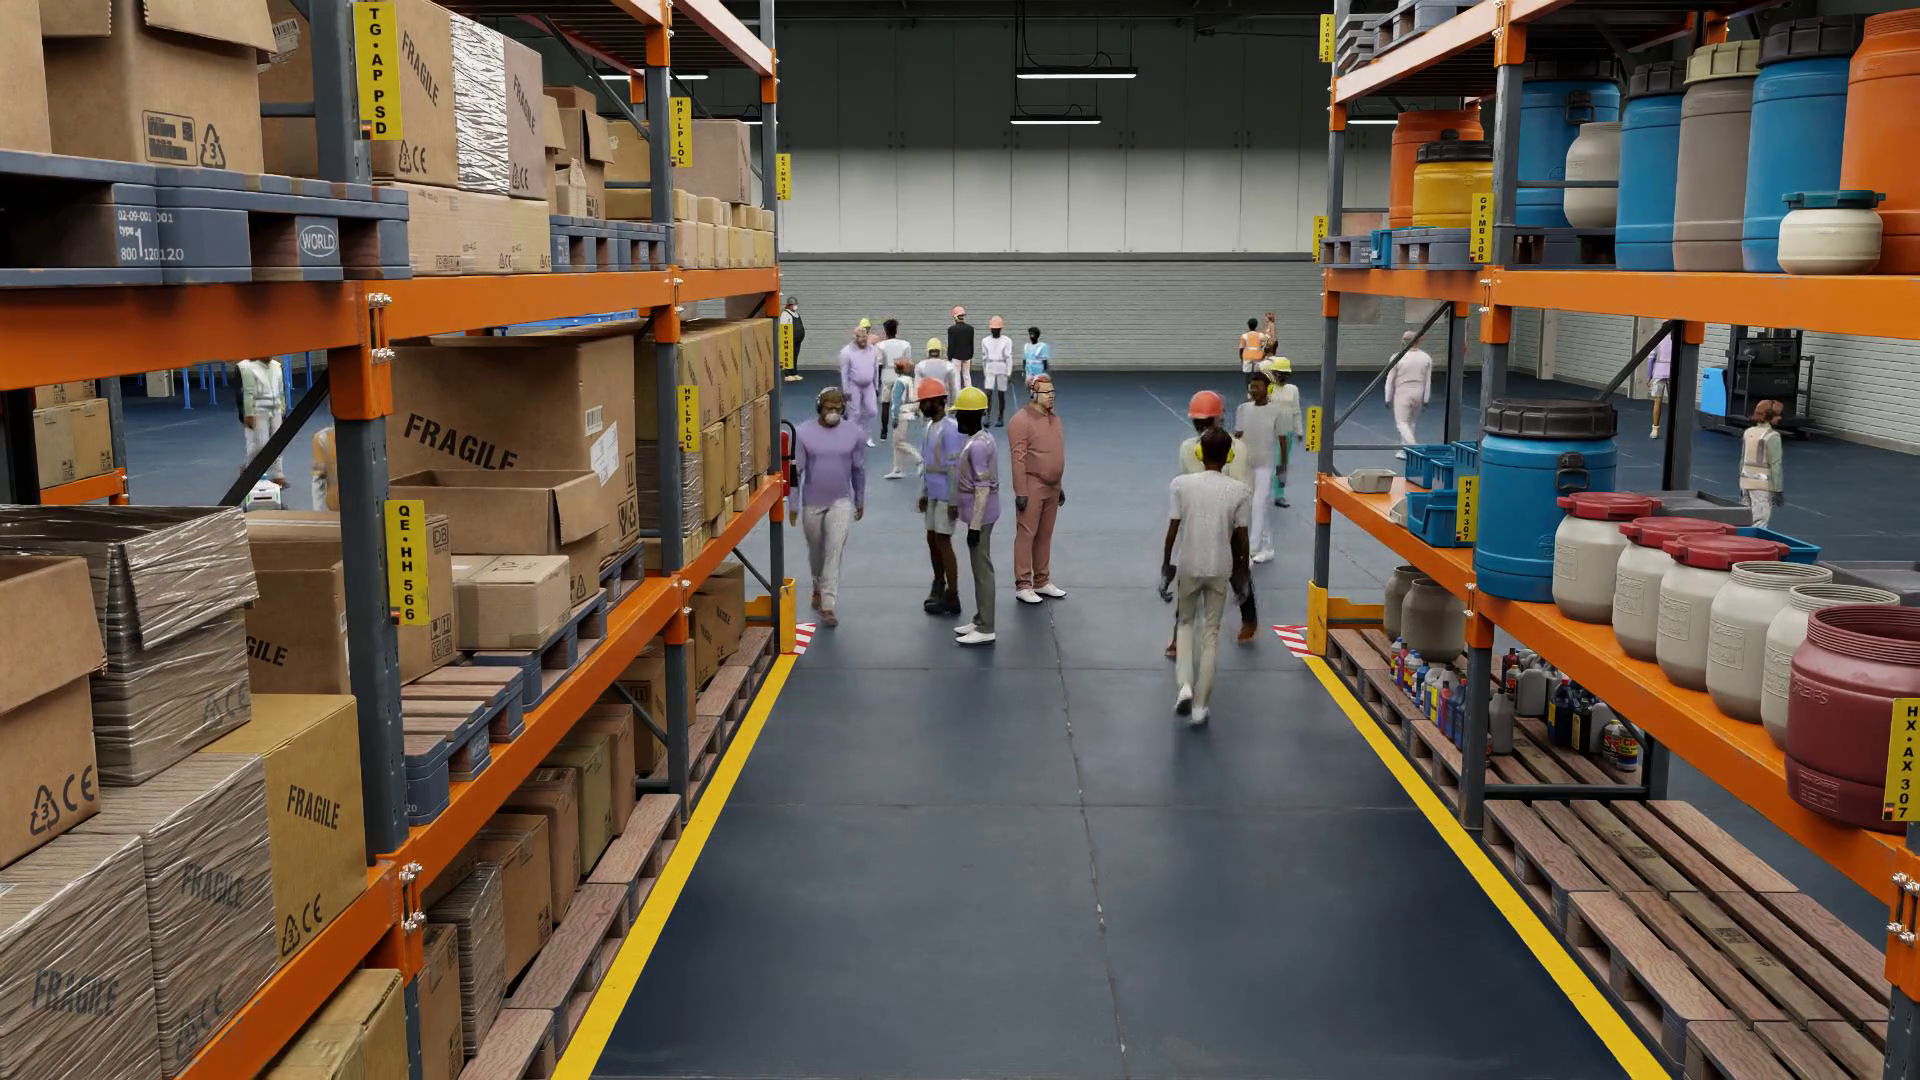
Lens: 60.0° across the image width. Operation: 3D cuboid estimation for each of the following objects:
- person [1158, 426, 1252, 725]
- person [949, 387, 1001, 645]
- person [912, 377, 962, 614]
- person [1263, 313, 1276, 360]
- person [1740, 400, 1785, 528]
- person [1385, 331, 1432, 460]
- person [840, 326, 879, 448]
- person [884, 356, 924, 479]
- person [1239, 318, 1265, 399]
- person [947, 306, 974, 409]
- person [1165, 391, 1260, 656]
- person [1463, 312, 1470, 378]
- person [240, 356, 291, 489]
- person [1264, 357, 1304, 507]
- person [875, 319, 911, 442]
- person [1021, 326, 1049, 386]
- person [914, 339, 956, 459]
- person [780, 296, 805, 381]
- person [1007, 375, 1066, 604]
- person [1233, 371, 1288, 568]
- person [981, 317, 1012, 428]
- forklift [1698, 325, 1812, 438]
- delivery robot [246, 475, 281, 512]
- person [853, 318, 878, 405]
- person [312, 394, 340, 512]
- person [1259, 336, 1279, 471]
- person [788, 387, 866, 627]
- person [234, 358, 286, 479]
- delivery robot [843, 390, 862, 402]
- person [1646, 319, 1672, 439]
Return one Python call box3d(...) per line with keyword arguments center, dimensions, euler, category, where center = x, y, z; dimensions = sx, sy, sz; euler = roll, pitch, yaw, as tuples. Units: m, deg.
box3d(center=(1.522, 0.217, 10.310), dimensions=(0.567, 1.846, 0.401), euler=(2, 10, 12), category="person")
box3d(center=(0.112, -0.185, 12.491), dimensions=(0.386, 1.927, 0.589), euler=(0, 9, 1), category="person")
box3d(center=(-0.175, -0.377, 13.682), dimensions=(0.420, 1.917, 0.561), euler=(-3, 10, -18), category="person")
box3d(center=(7.459, -4.654, 40.123), dimensions=(0.306, 1.639, 0.522), euler=(-1, 10, -8), category="person")
box3d(center=(7.216, -0.444, 15.007), dimensions=(0.490, 1.636, 0.521), euler=(-1, 10, -4), category="person")
box3d(center=(6.443, -2.051, 23.854), dimensions=(0.643, 1.876, 0.859), euler=(-1, 10, -9), category="person")
box3d(center=(-1.508, -2.327, 25.461), dimensions=(0.670, 1.882, 0.577), euler=(-5, 11, -30), category="person")
box3d(center=(-0.721, -1.597, 21.832), dimensions=(0.549, 1.623, 0.530), euler=(2, 10, 9), category="person")
box3d(center=(6.110, -3.796, 34.825), dimensions=(0.557, 1.679, 0.457), euler=(1, 9, 3), category="person")
box3d(center=(0.004, -3.567, 32.547), dimensions=(0.611, 1.995, 0.376), euler=(-7, 12, -35), category="person")
box3d(center=(1.908, -0.145, 12.292), dimensions=(0.628, 1.942, 0.990), euler=(7, 12, 37), category="person")
box3d(center=(12.515, -4.937, 41.446), dimensions=(0.328, 1.765, 0.527), euler=(-1, 10, -9), category="person")
box3d(center=(-8.803, -1.607, 21.004), dimensions=(0.557, 1.926, 0.623), euler=(5, 11, 26), category="person")
box3d(center=(3.756, -1.267, 19.495), dimensions=(0.531, 1.753, 0.347), euler=(-4, 10, -23), category="person")
box3d(center=(-1.090, -2.550, 26.624), dimensions=(0.625, 1.947, 0.543), euler=(-3, 10, -16), category="person")
box3d(center=(1.361, -3.069, 30.491), dimensions=(0.535, 1.688, 0.356), euler=(7, 12, 38), category="person")
box3d(center=(-0.362, -1.932, 23.405), dimensions=(0.619, 1.779, 0.933), euler=(-2, 10, -9), category="person")
box3d(center=(-4.029, -4.872, 40.355), dimensions=(0.538, 2.000, 0.689), euler=(4, 10, 22), category="person")
box3d(center=(0.683, -0.437, 14.062), dimensions=(0.407, 1.910, 0.638), euler=(7, 12, 37), category="person")
box3d(center=(2.739, -0.660, 15.637), dimensions=(0.520, 1.830, 0.929), euler=(8, 13, 41), category="person")
box3d(center=(0.622, -2.885, 28.759), dimensions=(0.561, 1.893, 0.937), euler=(2, 10, 11), category="person")
box3d(center=(13.248, -3.165, 27.620), dimensions=(1.129, 2.768, 1.873), euler=(0, 9, 1), category="forklift")
box3d(center=(-7.607, -0.472, 18.160), dimensions=(0.477, 0.478, 0.707), euler=(-4, 10, -22), category="delivery robot")
box3d(center=(-1.899, -3.642, 33.809), dimensions=(0.534, 1.733, 0.865), euler=(2, 10, 14), category="person")
box3d(center=(-4.832, -0.297, 13.240), dimensions=(0.552, 1.911, 0.813), euler=(-1, 10, -7), category="person")
box3d(center=(4.224, -1.857, 22.754), dimensions=(0.345, 1.846, 0.508), euler=(8, 12, 40), category="person")
box3d(center=(-1.080, -0.314, 13.427), dimensions=(0.644, 1.890, 0.988), euler=(-2, 10, -10), category="person")
box3d(center=(-9.186, -1.710, 21.886), dimensions=(0.626, 1.844, 0.429), euler=(-6, 11, -33), category="person")
box3d(center=(-2.057, -2.599, 30.126), dimensions=(0.335, 0.223, 0.698), euler=(6, 11, 33), category="delivery robot")
box3d(center=(11.499, -2.677, 27.073), dimensions=(0.609, 2.043, 0.397), euler=(4, 10, 22), category="person")
